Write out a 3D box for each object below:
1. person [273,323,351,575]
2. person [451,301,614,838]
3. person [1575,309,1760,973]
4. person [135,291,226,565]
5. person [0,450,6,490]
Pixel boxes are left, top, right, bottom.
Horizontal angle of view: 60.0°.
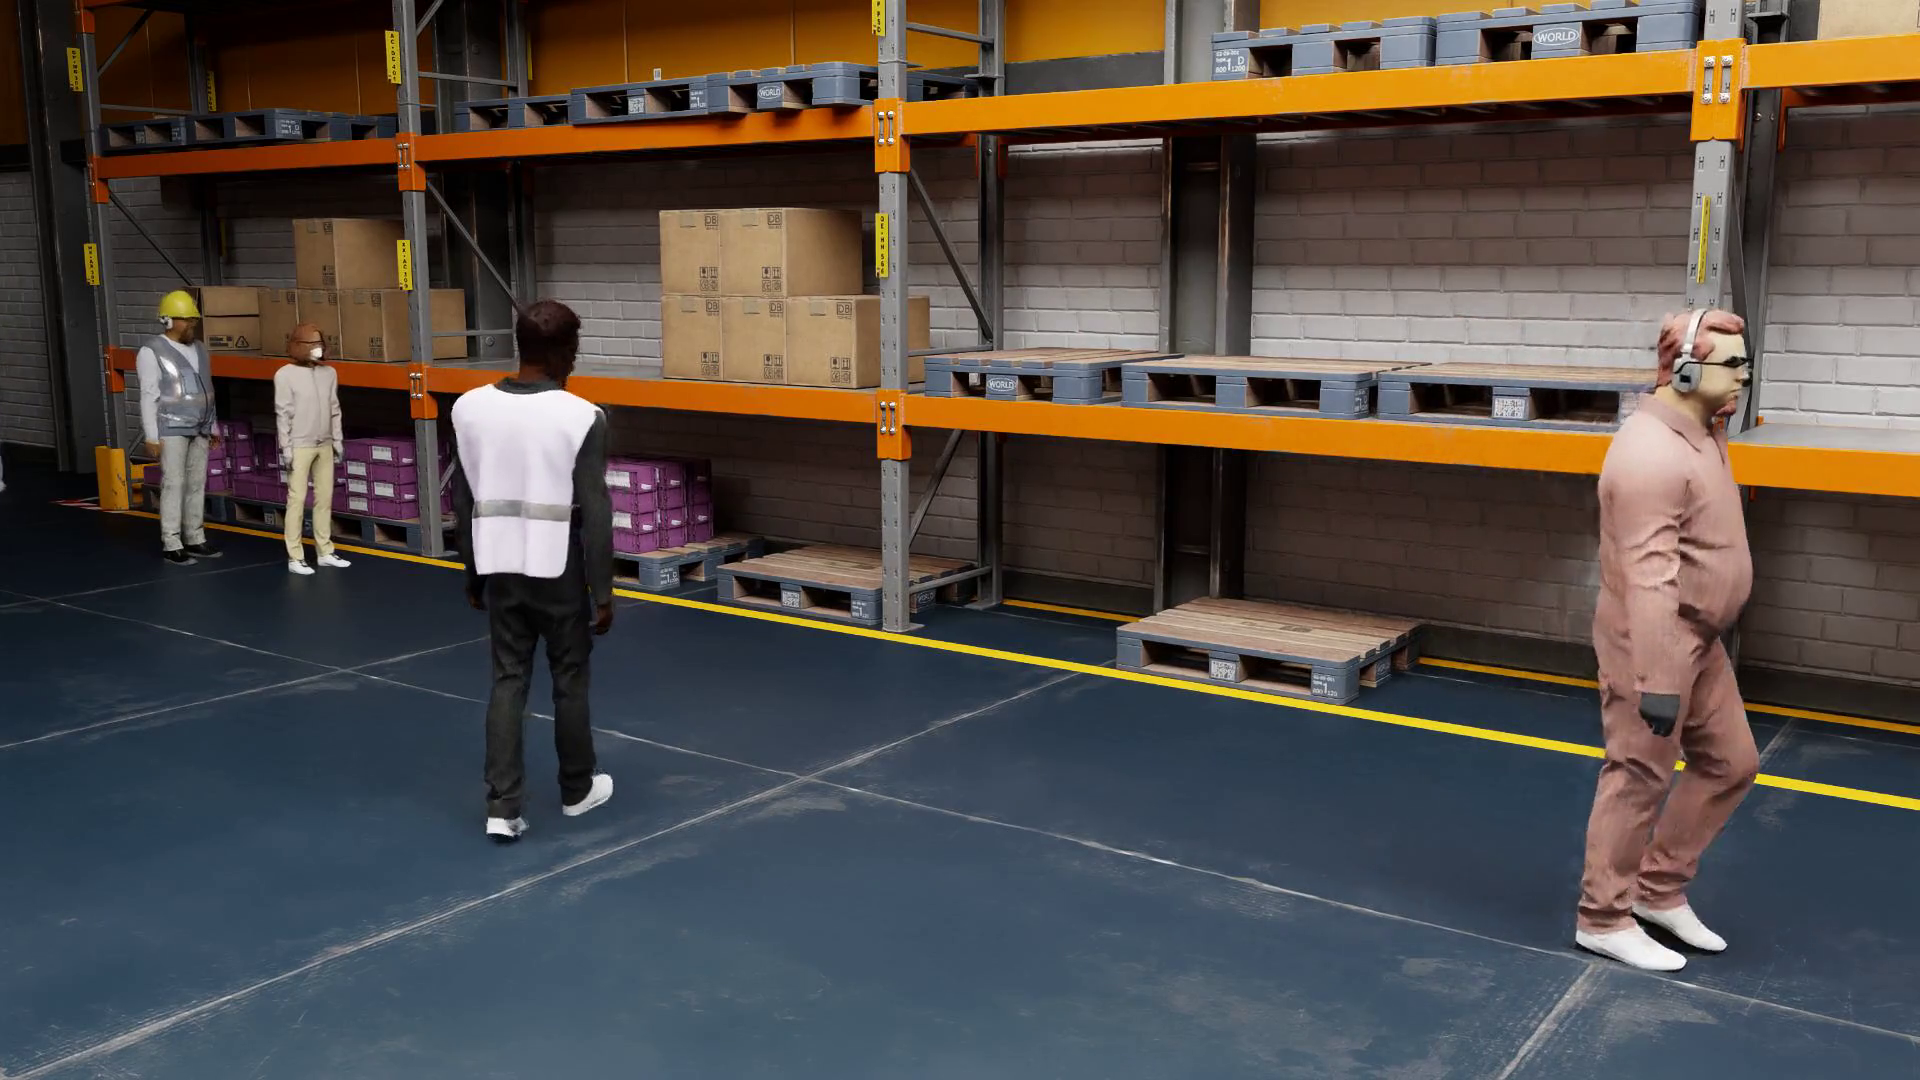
[{"bbox_3d":[-4.218,-0.592,10.808,0.284,1.626,0.504,5,11,26],"label":"person"},{"bbox_3d":[-1.475,0.118,5.902,0.619,1.910,0.651,2,10,12],"label":"person"},{"bbox_3d":[2.031,0.305,4.665,0.542,1.886,0.687,6,11,33],"label":"person"},{"bbox_3d":[-5.202,-0.743,11.168,0.420,1.828,0.609,3,10,15],"label":"person"},{"bbox_3d":[-8.576,-1.304,14.457,0.361,1.832,0.700,-4,10,-21],"label":"person"}]
